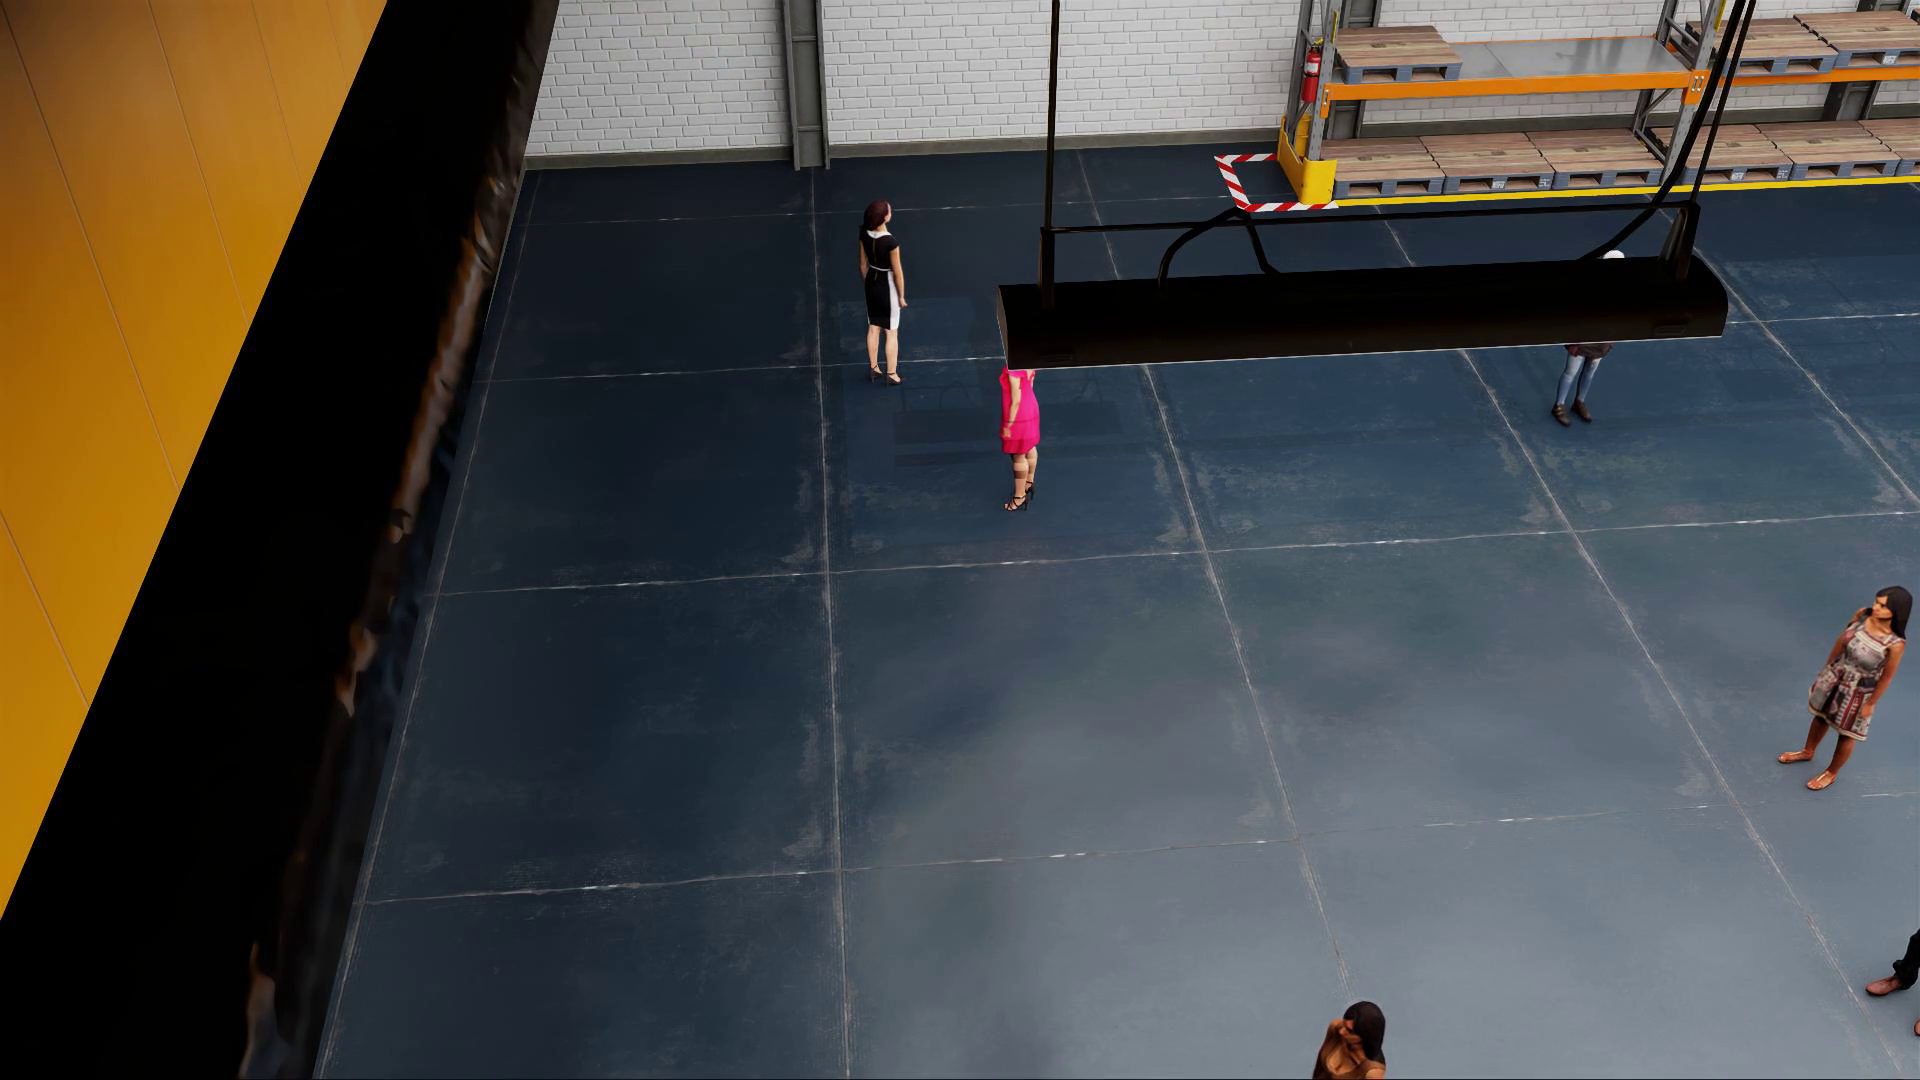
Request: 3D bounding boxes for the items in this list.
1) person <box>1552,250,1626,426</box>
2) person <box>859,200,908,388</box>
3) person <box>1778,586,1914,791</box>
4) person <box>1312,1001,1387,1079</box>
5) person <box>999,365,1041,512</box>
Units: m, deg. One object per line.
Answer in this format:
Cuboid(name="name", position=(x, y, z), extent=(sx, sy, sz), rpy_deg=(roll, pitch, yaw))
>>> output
Cuboid(name="person", position=(5.388, -1.749, 14.200), extent=(0.609, 1.636, 0.738), rpy_deg=(-11, 40, -14))
Cuboid(name="person", position=(-0.679, -2.155, 14.580), extent=(0.622, 1.796, 0.704), rpy_deg=(24, 44, 27))
Cuboid(name="person", position=(5.822, 0.938, 10.828), extent=(0.612, 1.645, 0.697), rpy_deg=(-12, 40, -14))
Cuboid(name="person", position=(1.930, 2.860, 8.385), extent=(0.610, 1.690, 0.622), rpy_deg=(-16, 41, -19))
Cuboid(name="person", position=(0.489, -0.995, 13.182), extent=(0.689, 1.728, 0.663), rpy_deg=(17, 42, 20))
